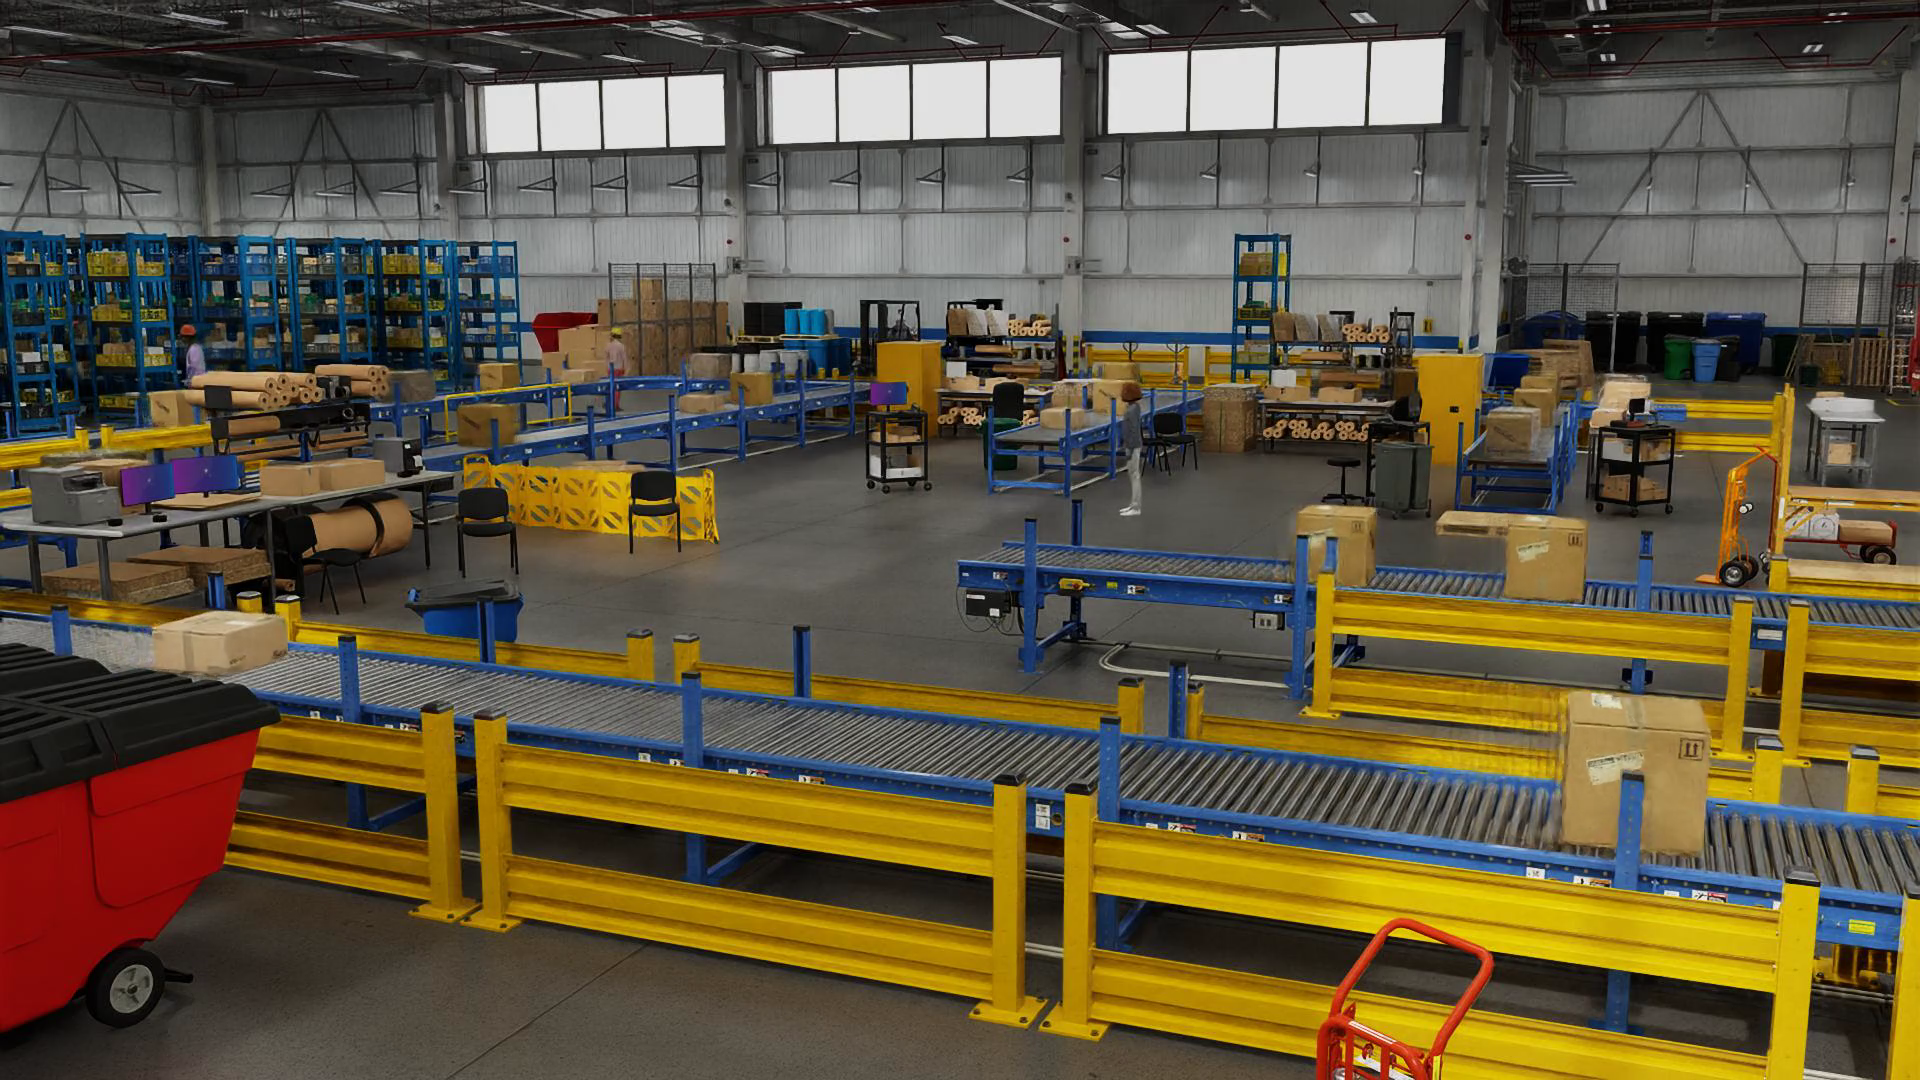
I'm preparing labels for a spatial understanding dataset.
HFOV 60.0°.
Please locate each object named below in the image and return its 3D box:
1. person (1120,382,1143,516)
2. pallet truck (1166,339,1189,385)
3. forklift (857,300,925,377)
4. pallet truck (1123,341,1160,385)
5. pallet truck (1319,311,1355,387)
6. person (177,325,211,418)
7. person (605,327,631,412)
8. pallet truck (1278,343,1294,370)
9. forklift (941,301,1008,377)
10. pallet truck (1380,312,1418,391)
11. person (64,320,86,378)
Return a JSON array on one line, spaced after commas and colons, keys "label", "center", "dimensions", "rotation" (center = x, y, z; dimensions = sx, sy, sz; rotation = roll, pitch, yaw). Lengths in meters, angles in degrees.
[{"label": "person", "center": [2.082, -1.104, 20.203], "dimensions": [0.284, 1.633, 0.501], "rotation": [1, 9, 9]}, {"label": "pallet truck", "center": [5.418, -4.269, 40.420], "dimensions": [0.704, 1.261, 1.522], "rotation": [3, 10, 20]}, {"label": "forklift", "center": [-1.732, -5.109, 42.468], "dimensions": [1.157, 1.987, 2.680], "rotation": [4, 10, 22]}, {"label": "pallet truck", "center": [4.445, -4.380, 41.279], "dimensions": [0.680, 1.201, 1.601], "rotation": [4, 10, 22]}, {"label": "pallet truck", "center": [9.071, -4.419, 39.190], "dimensions": [0.823, 1.965, 1.885], "rotation": [5, 10, 26]}, {"label": "person", "center": [-13.543, -2.764, 29.195], "dimensions": [1.004, 1.993, 0.615], "rotation": [-6, 11, -32]}, {"label": "person", "center": [-7.133, -3.548, 34.645], "dimensions": [0.538, 1.750, 0.438], "rotation": [6, 11, 32]}, {"label": "pallet truck", "center": [7.886, -4.163, 39.743], "dimensions": [0.653, 1.274, 1.630], "rotation": [4, 10, 22]}, {"label": "forklift", "center": [0.365, -4.966, 41.571], "dimensions": [1.157, 1.987, 2.680], "rotation": [3, 10, 20]}, {"label": "pallet truck", "center": [10.207, -4.283, 38.369], "dimensions": [0.823, 1.965, 1.885], "rotation": [3, 10, 20]}, {"label": "person", "center": [-19.359, -3.959, 36.516], "dimensions": [0.620, 1.968, 0.838], "rotation": [4, 10, 23]}]
